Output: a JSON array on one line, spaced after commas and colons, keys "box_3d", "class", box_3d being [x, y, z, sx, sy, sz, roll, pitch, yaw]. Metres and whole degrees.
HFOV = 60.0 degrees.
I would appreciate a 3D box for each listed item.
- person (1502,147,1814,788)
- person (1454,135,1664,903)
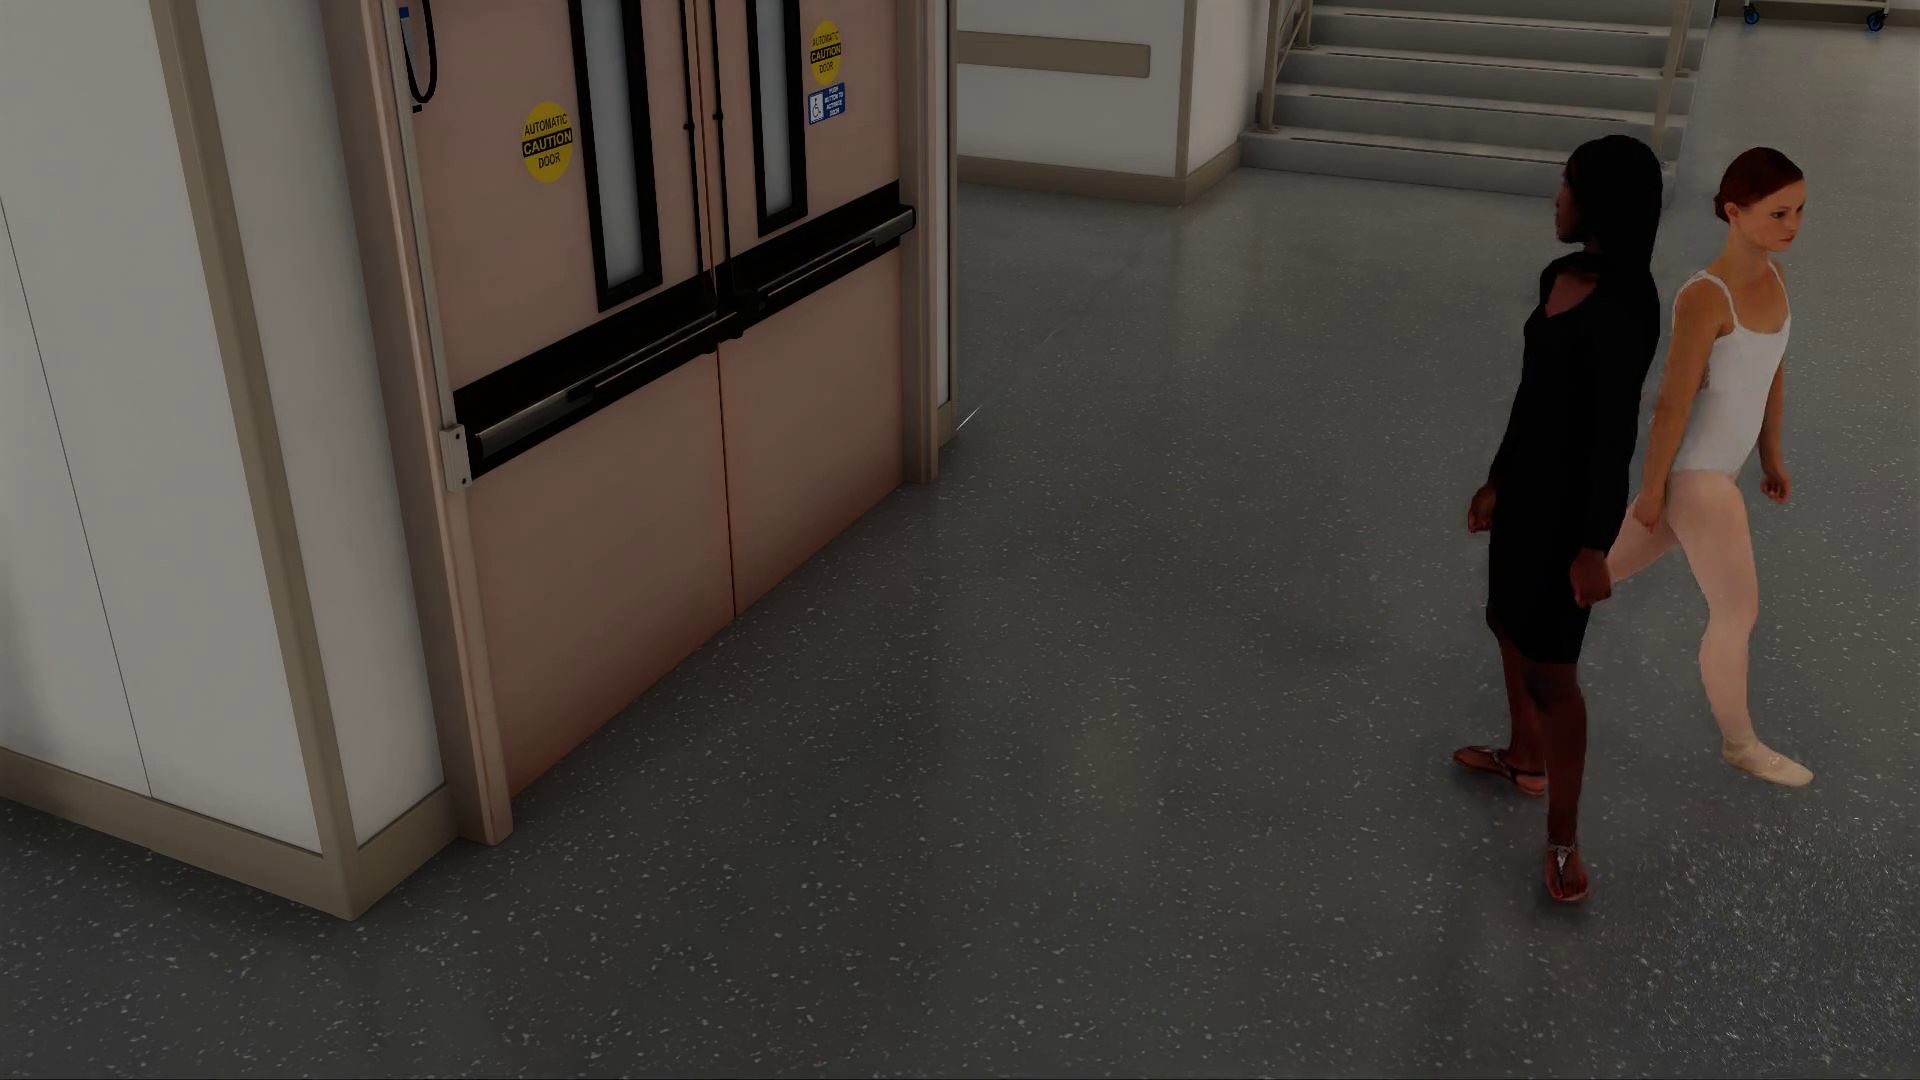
[{"box_3d": [1.794, -0.189, 4.258, 0.779, 1.597, 1.057, 20, 32, 35], "class": "person"}, {"box_3d": [1.405, -0.048, 3.840, 0.925, 1.706, 0.669, -4, 26, -7], "class": "person"}]
